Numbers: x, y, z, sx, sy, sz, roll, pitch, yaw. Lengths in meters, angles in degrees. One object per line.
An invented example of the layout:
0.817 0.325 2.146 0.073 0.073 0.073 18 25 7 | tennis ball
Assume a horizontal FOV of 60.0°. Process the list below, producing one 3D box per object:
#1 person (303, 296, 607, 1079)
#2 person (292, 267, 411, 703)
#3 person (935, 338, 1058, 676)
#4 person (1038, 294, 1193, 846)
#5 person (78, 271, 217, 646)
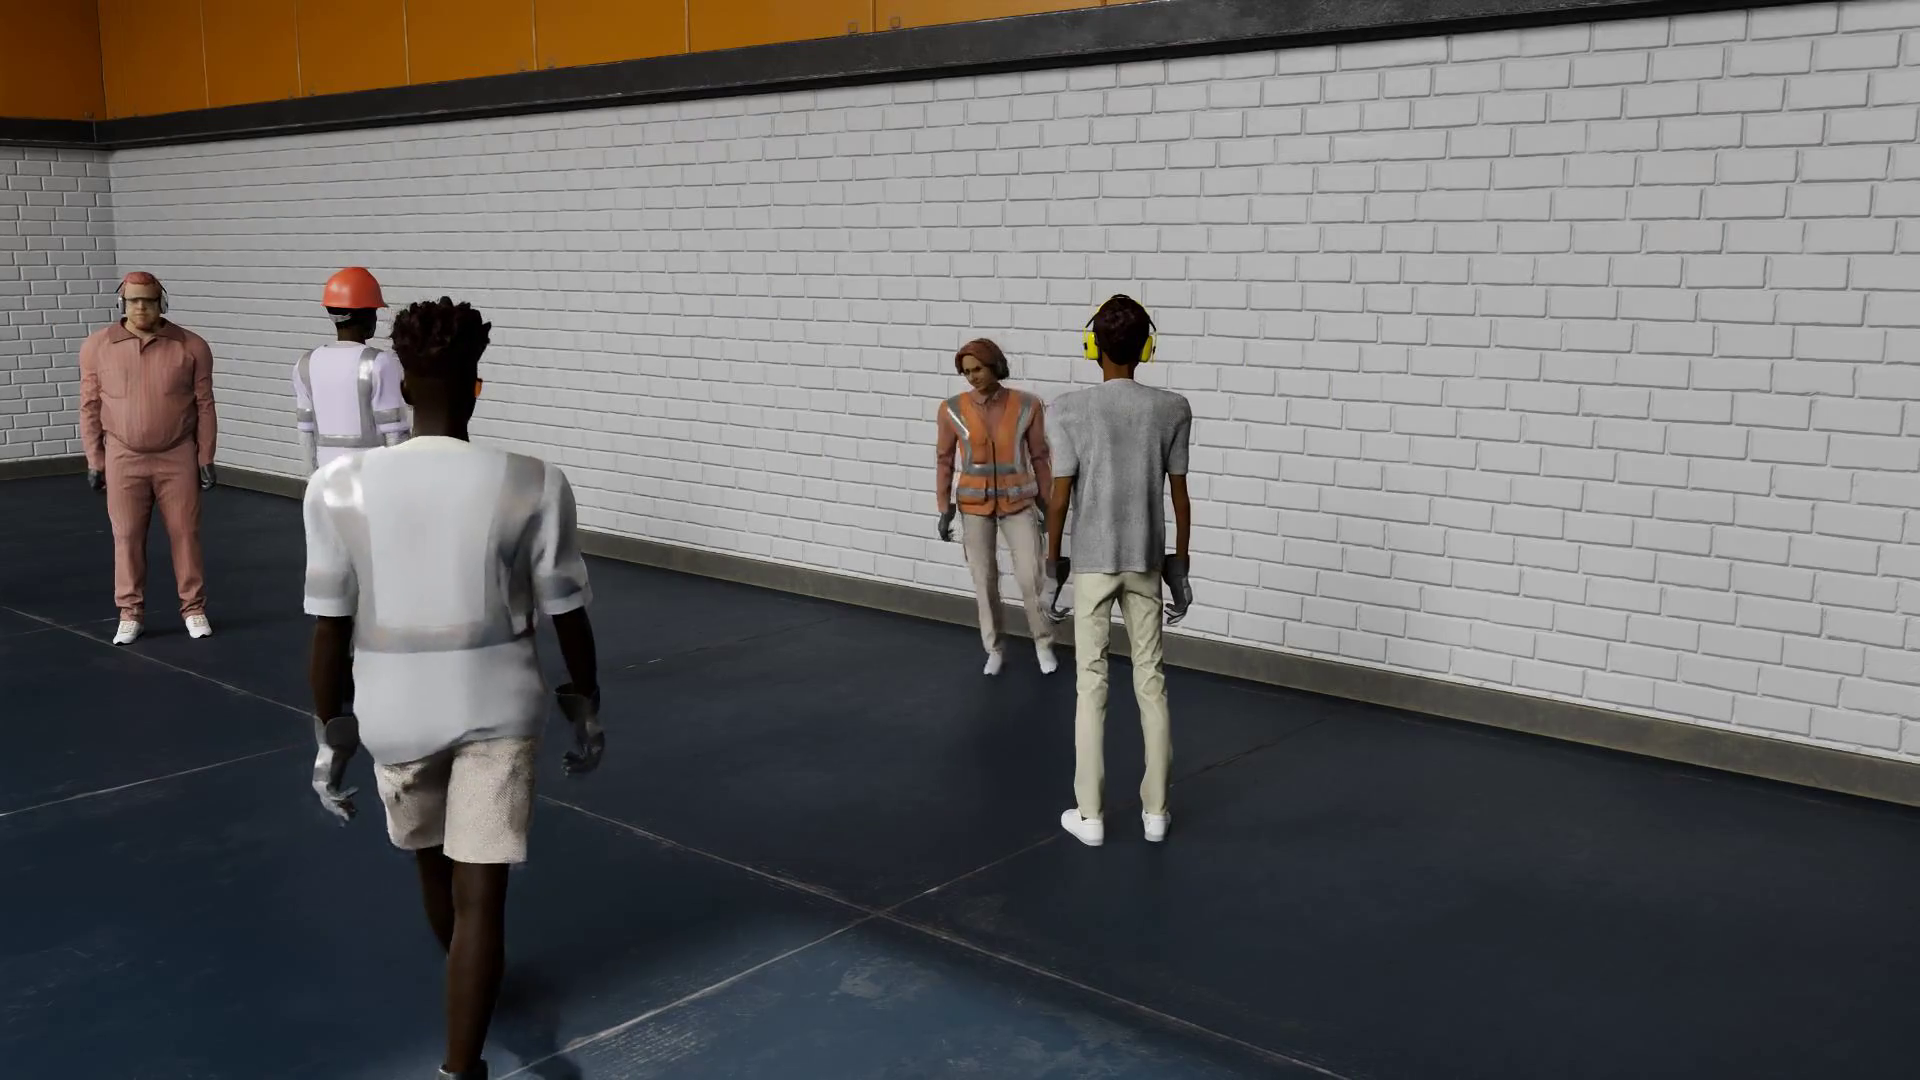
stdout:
-1.171 0.388 3.942 0.629 1.908 1.022 -1 10 -5 | person
-2.638 -0.227 7.364 0.542 1.939 0.363 3 10 18 | person
0.160 -0.144 7.807 0.554 1.608 0.395 0 10 -1 | person
0.532 0.109 5.652 0.530 1.869 0.311 -1 10 -7 | person
-4.156 -0.420 8.558 0.643 1.908 0.411 -5 11 -24 | person
